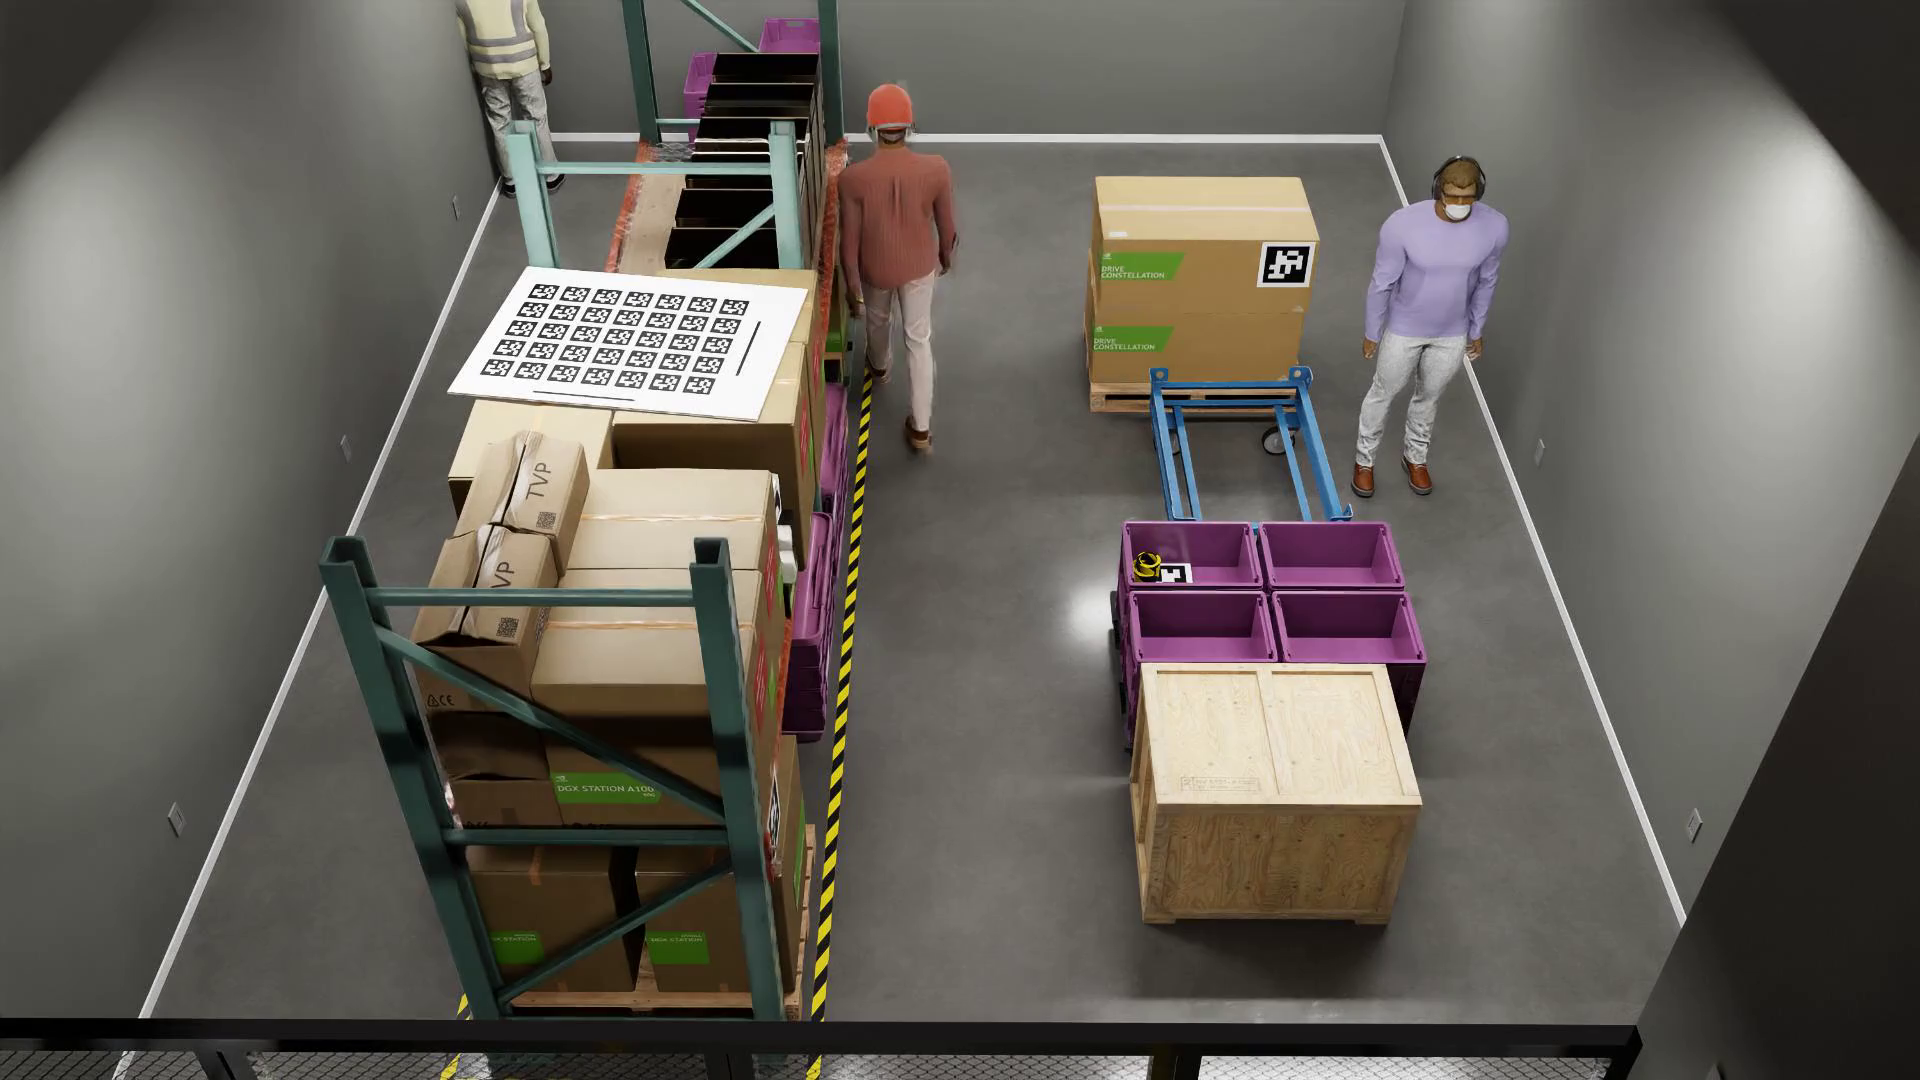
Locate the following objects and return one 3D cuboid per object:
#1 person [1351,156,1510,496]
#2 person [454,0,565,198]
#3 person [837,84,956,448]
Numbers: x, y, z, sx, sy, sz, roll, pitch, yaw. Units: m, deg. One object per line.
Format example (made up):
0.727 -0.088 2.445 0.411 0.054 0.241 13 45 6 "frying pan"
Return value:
2.324 -1.055 8.316 0.635 1.937 0.353 -1 41 -2 "person"
-2.921 -3.075 10.708 0.587 1.822 0.404 -5 41 -5 "person"
-0.325 -1.482 8.807 0.639 1.941 1.047 -8 42 -9 "person"
